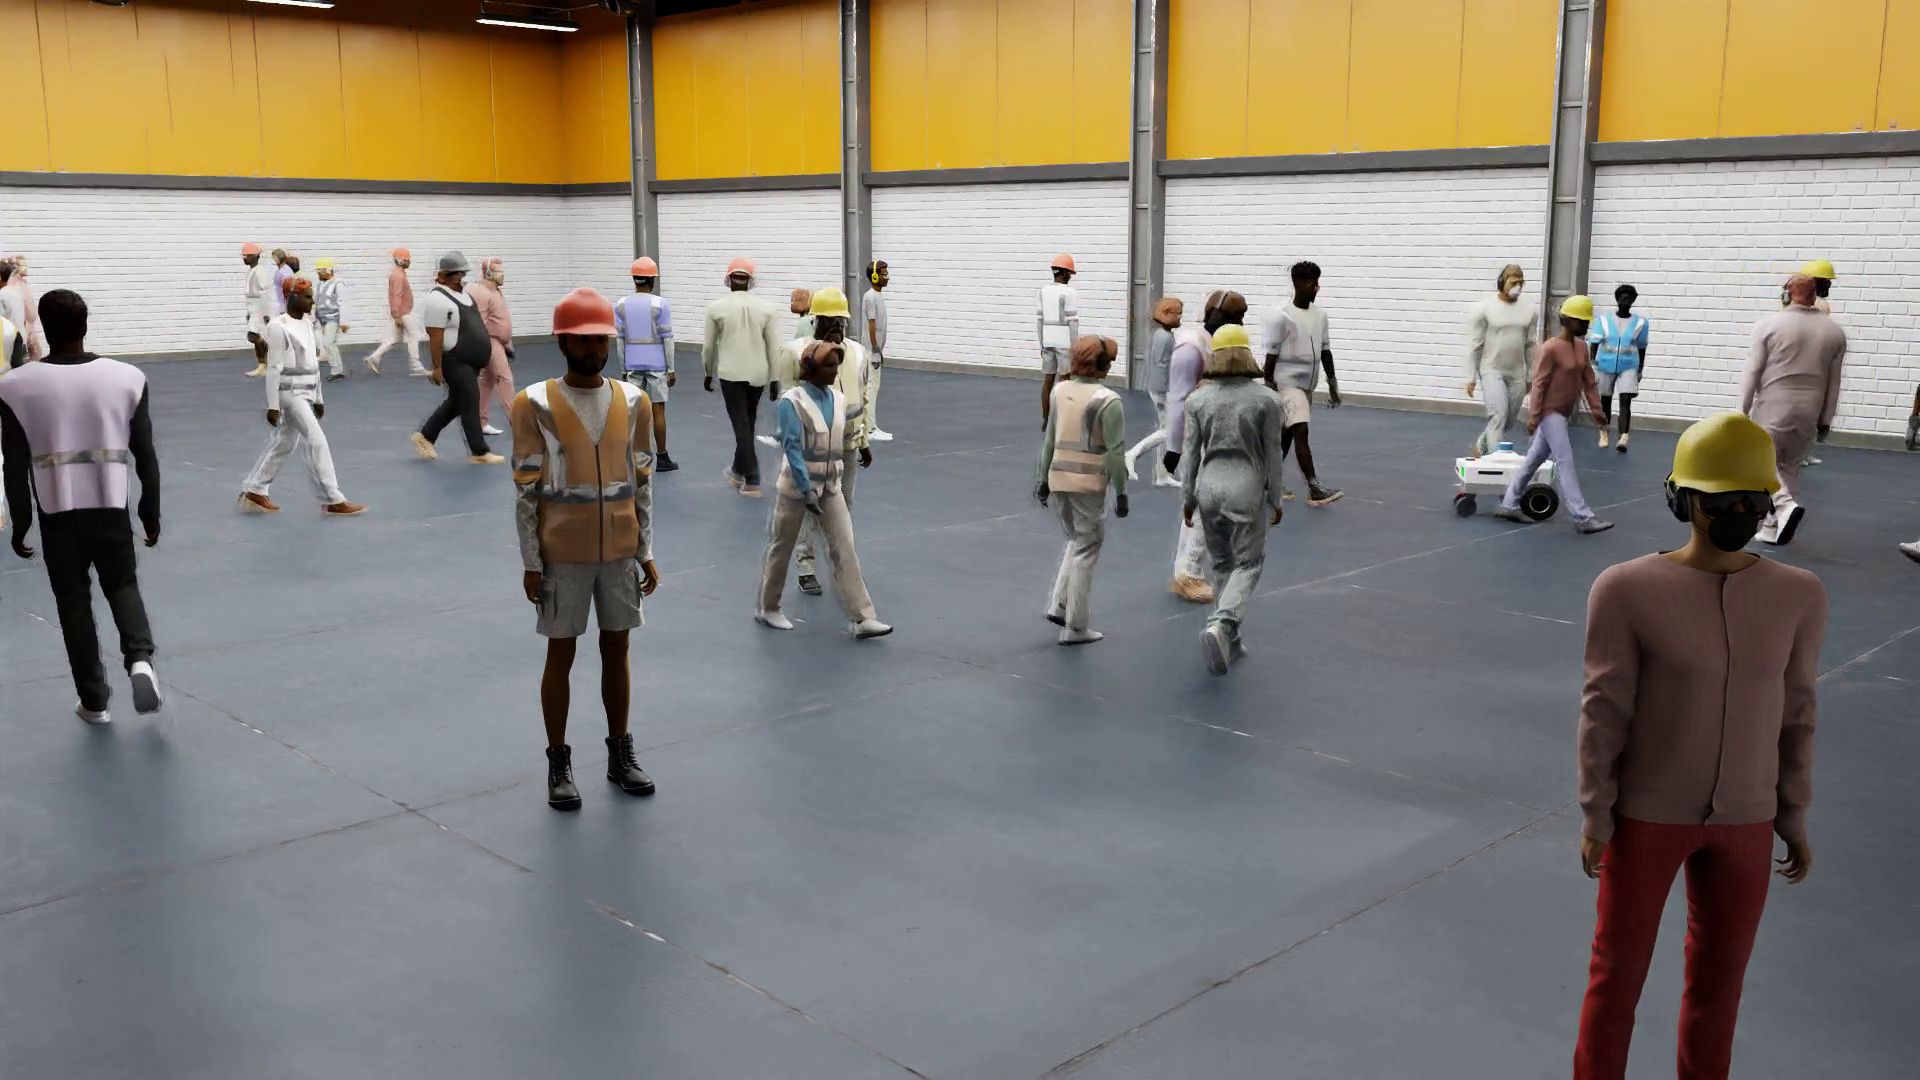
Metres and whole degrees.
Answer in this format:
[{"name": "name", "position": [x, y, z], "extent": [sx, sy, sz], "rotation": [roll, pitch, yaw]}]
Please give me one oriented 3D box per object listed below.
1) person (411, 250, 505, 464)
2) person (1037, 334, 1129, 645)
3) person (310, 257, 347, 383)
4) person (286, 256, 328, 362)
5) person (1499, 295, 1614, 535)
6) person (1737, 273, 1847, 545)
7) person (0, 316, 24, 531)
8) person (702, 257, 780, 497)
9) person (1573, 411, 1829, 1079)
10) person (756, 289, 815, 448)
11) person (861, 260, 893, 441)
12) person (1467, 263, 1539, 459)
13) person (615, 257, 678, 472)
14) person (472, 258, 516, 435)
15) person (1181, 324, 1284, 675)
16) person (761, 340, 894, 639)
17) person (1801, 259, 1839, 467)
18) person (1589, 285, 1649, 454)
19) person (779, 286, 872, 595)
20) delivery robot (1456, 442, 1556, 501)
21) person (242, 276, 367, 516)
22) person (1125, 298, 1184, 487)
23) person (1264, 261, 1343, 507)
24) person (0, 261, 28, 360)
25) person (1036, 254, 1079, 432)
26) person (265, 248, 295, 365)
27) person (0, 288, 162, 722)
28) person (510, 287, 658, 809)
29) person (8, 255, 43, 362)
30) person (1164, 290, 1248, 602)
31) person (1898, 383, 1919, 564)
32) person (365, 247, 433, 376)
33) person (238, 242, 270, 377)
[{"name": "person", "position": [-4.753, -1.721, 15.528], "extent": [0.925, 2.000, 0.681], "rotation": [1, 10, 6]}, {"name": "person", "position": [0.651, -0.263, 8.707], "extent": [0.381, 1.620, 0.552], "rotation": [-8, 13, -38]}, {"name": "person", "position": [-9.203, -3.189, 24.139], "extent": [0.603, 1.810, 0.525], "rotation": [9, 14, 40]}, {"name": "person", "position": [-11.106, -3.868, 27.965], "extent": [0.969, 1.785, 0.645], "rotation": [-8, 13, -39]}, {"name": "person", "position": [4.336, -0.907, 12.000], "extent": [0.538, 1.697, 0.944], "rotation": [-9, 14, -42]}, {"name": "person", "position": [5.645, -0.854, 11.264], "extent": [0.691, 1.875, 0.677], "rotation": [0, 10, -2]}, {"name": "person", "position": [-7.206, -0.984, 12.157], "extent": [0.800, 1.804, 0.614], "rotation": [7, 13, 35]}, {"name": "person", "position": [-1.856, -1.364, 13.828], "extent": [0.604, 1.938, 0.969], "rotation": [-6, 12, -28]}, {"name": "person", "position": [1.600, 0.601, 3.620], "extent": [0.525, 1.769, 0.312], "rotation": [0, 10, -3]}, {"name": "person", "position": [-1.625, -1.689, 16.568], "extent": [0.825, 1.596, 0.522], "rotation": [1, 10, 8]}, {"name": "person", "position": [-0.868, -1.976, 17.382], "extent": [0.327, 1.874, 0.518], "rotation": [0, 10, -1]}, {"name": "person", "position": [4.625, -1.426, 14.313], "extent": [0.629, 1.909, 0.860], "rotation": [-2, 11, -12]}, {"name": "person", "position": [-2.823, -1.576, 15.018], "extent": [0.545, 1.939, 0.354], "rotation": [2, 11, 12]}, {"name": "person", "position": [-4.828, -2.040, 17.704], "extent": [0.878, 1.872, 0.673], "rotation": [-1, 10, -3]}, {"name": "person", "position": [1.298, -0.192, 8.113], "extent": [0.516, 1.698, 0.716], "rotation": [5, 12, 27]}, {"name": "person", "position": [-0.763, -0.262, 8.822], "extent": [0.895, 1.583, 0.501], "rotation": [10, 14, 42]}, {"name": "person", "position": [7.841, -1.626, 15.358], "extent": [0.458, 1.916, 0.622], "rotation": [-1, 10, -3]}, {"name": "person", "position": [6.489, -1.694, 16.436], "extent": [0.535, 1.642, 0.900], "rotation": [4, 11, 22]}, {"name": "person", "position": [-0.786, -0.597, 9.972], "extent": [0.586, 1.832, 0.403], "rotation": [-7, 12, -33]}, {"name": "delivery robot", "position": [4.152, -0.502, 12.682], "extent": [0.707, 0.478, 0.477], "rotation": [2, 11, 11]}, {"name": "person", "position": [-5.093, -1.090, 12.677], "extent": [0.988, 1.838, 0.585], "rotation": [0, 10, 0]}, {"name": "person", "position": [1.665, -1.239, 14.065], "extent": [0.465, 1.617, 0.527], "rotation": [2, 10, 8]}, {"name": "person", "position": [2.758, -1.230, 13.149], "extent": [0.636, 1.917, 0.968], "rotation": [-8, 13, -36]}, {"name": "person", "position": [-10.480, -2.140, 18.326], "extent": [0.411, 1.851, 0.544], "rotation": [0, 10, -1]}, {"name": "person", "position": [1.086, -2.120, 18.016], "extent": [0.381, 1.927, 0.542], "rotation": [-10, 14, -43]}, {"name": "person", "position": [-11.030, -3.753, 26.955], "extent": [0.899, 1.905, 0.650], "rotation": [-6, 12, -31]}, {"name": "person", "position": [-3.775, -0.126, 7.196], "extent": [0.593, 1.907, 0.519], "rotation": [-8, 13, -39]}, {"name": "person", "position": [-1.390, 0.029, 6.255], "extent": [0.544, 1.942, 0.347], "rotation": [-7, 12, -32]}, {"name": "person", "position": [-12.700, -2.886, 22.347], "extent": [0.886, 1.879, 0.654], "rotation": [-4, 11, -20]}, {"name": "person", "position": [1.473, -0.542, 9.738], "extent": [0.534, 1.811, 0.659], "rotation": [7, 12, 34]}, {"name": "person", "position": [6.419, -0.740, 10.815], "extent": [0.975, 1.805, 0.548], "rotation": [-5, 11, -25]}, {"name": "person", "position": [-8.546, -3.452, 25.202], "extent": [0.909, 1.965, 0.624], "rotation": [-4, 11, -21]}, {"name": "person", "position": [-10.567, -3.464, 25.066], "extent": [0.501, 2.026, 0.615], "rotation": [-6, 12, -31]}]
